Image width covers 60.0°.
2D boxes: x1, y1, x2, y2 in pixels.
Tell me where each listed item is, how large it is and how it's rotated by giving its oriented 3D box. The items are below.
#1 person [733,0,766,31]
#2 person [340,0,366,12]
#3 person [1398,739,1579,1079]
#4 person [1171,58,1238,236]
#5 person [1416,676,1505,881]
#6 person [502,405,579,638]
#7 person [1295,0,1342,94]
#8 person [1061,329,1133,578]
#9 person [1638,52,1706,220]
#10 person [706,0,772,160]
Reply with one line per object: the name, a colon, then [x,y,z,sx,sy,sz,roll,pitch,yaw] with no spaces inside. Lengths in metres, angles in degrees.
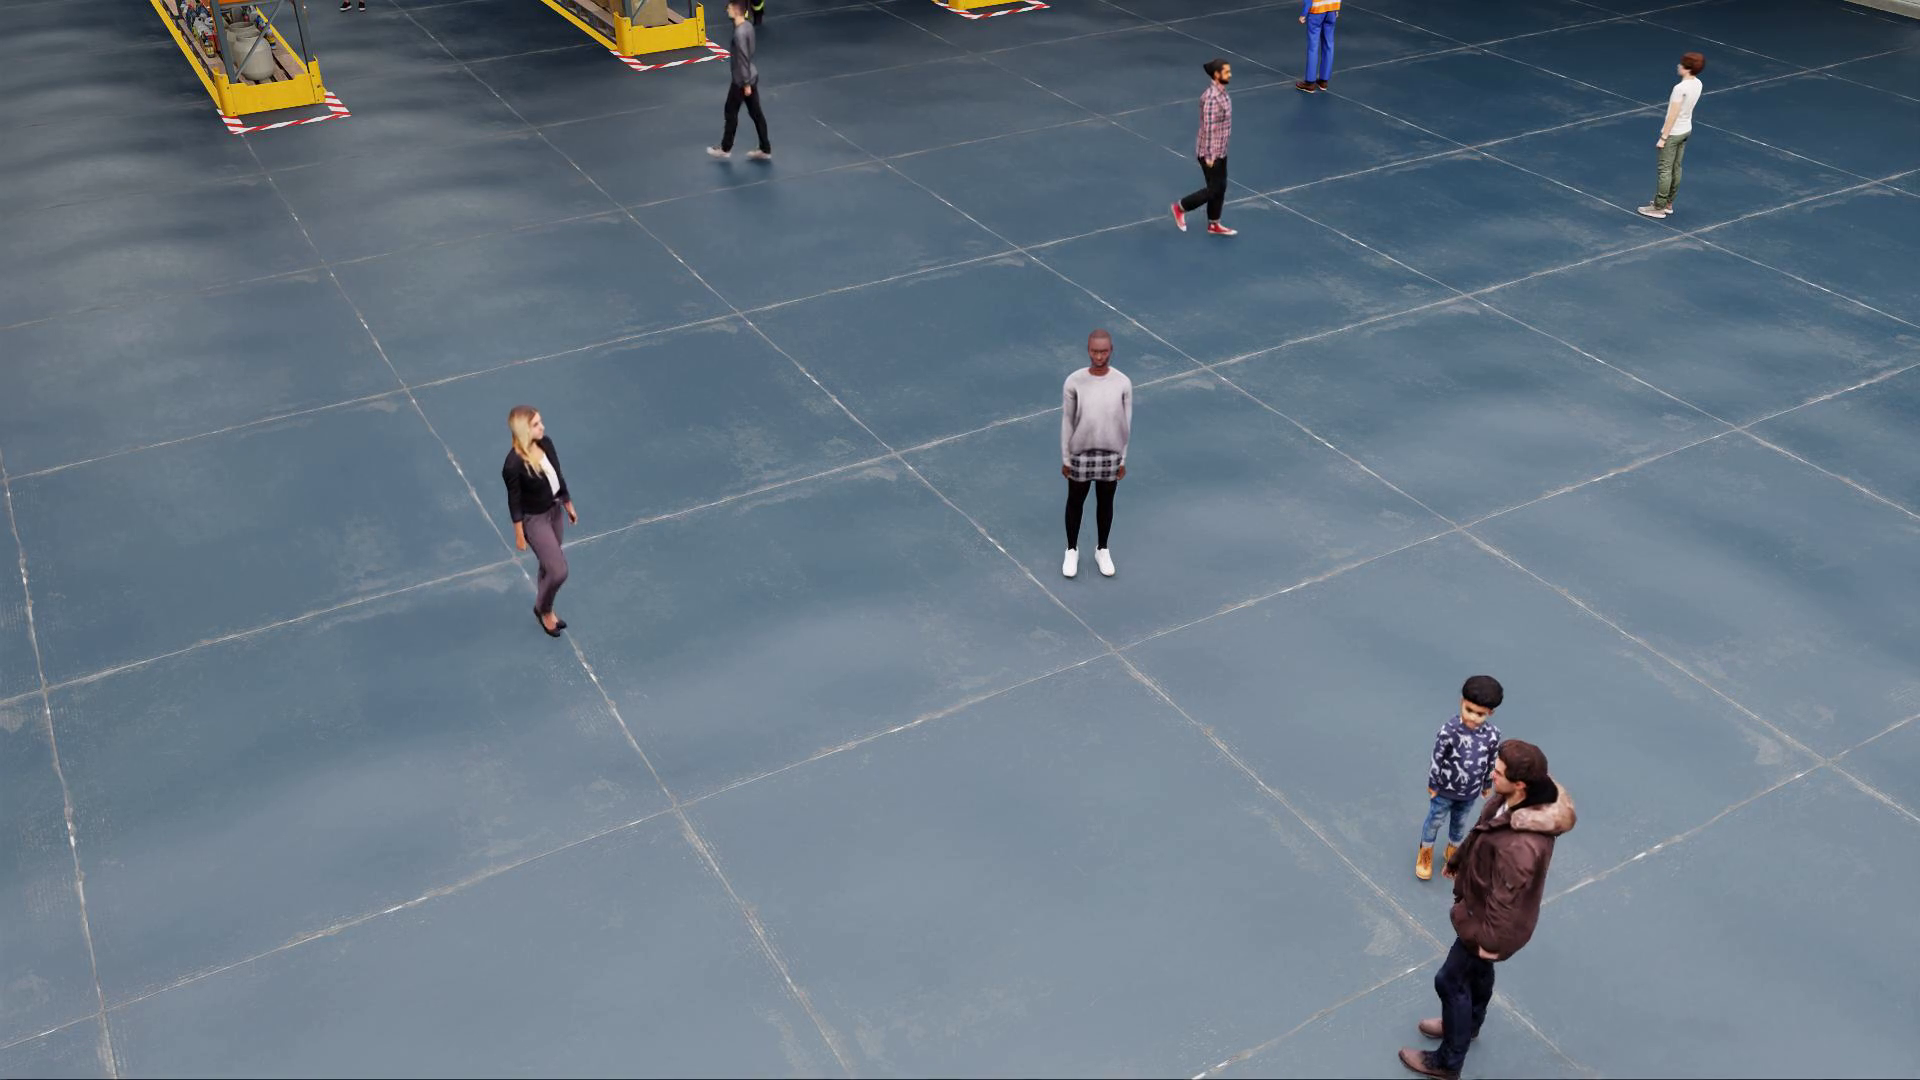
person: [-2.884,-7.850,22.439,1.169,1.943,1.368,0,32,0]
person: [-8.688,-8.356,23.482,0.719,1.686,0.726,0,32,-1]
person: [2.457,1.644,7.488,0.976,1.837,0.927,9,33,14]
person: [2.407,-3.812,16.220,1.048,1.749,0.969,12,34,18]
person: [2.610,1.232,8.690,0.571,1.251,0.604,0,32,0]
person: [-2.707,-0.112,10.439,0.781,1.658,0.723,8,33,13]
person: [4.400,-6.414,20.235,0.706,1.864,0.627,-13,35,-20]
person: [0.893,-0.584,11.080,0.694,1.772,0.690,-2,32,-3]
person: [7.199,-4.079,16.732,0.613,1.653,0.576,-24,39,-32]
person: [-2.259,-4.983,18.092,1.031,1.731,1.005,5,33,8]
